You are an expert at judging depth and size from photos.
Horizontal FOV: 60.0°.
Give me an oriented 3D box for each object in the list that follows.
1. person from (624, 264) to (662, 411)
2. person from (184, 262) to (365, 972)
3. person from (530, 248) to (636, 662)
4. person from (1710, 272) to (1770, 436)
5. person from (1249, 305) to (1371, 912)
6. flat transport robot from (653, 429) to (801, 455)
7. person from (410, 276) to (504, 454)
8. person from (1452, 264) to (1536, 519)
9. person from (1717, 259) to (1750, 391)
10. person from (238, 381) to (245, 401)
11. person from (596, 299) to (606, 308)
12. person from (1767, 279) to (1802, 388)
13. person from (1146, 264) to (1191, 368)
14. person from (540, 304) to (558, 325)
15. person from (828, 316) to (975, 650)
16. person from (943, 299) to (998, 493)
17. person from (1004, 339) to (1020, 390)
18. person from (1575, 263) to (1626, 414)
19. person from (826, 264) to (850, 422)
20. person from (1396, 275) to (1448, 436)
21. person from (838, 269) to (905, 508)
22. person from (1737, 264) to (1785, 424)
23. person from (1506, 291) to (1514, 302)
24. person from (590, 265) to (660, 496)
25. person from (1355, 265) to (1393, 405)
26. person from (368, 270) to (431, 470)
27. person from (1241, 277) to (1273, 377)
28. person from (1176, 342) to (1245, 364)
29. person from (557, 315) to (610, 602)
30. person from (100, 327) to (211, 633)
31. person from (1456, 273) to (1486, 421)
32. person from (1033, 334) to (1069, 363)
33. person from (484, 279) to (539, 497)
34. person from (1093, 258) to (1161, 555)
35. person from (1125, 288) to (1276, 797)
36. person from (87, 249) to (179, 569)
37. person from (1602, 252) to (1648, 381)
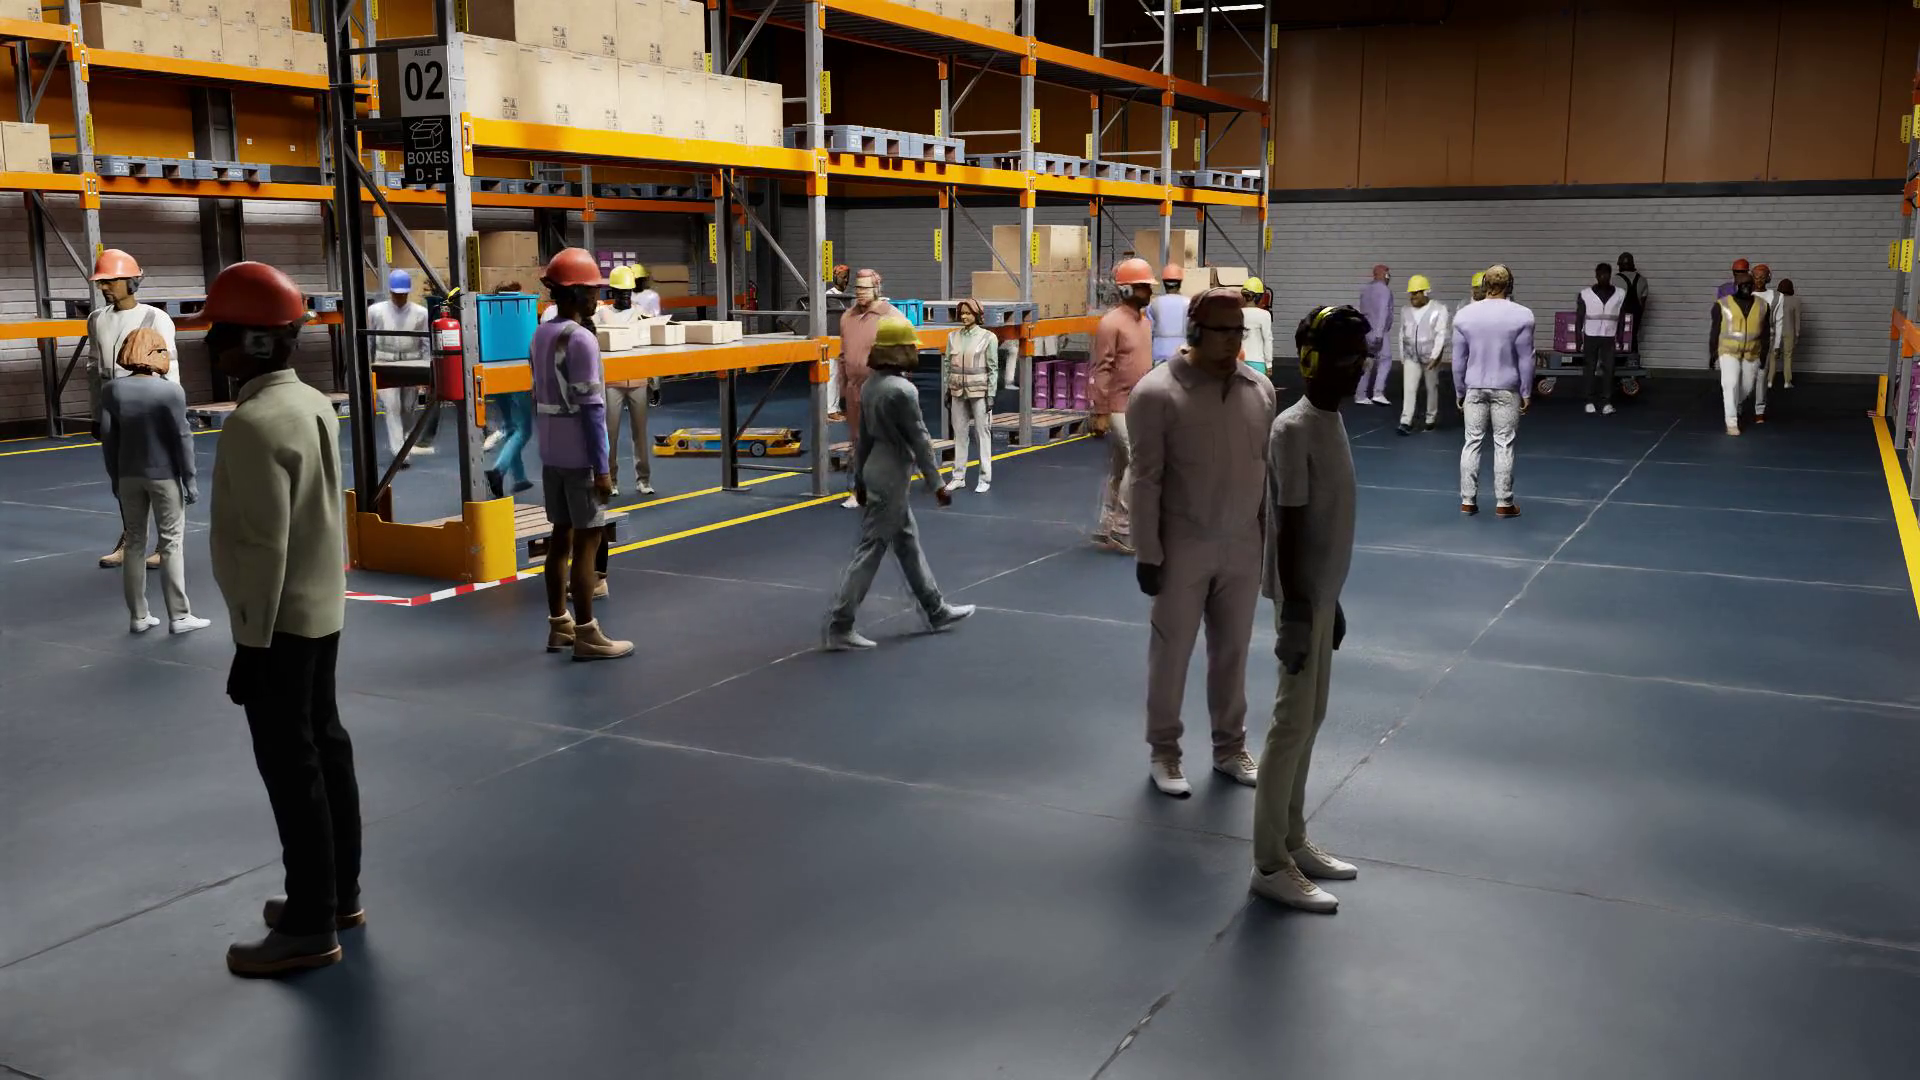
[{"bbox_3d":[-4.150,-2.651,21.681,0.601,1.887,0.961,1,10,9],"label":"person"},{"bbox_3d":[-1.934,0.219,4.733,0.382,1.994,0.623,-1,10,-3],"label":"person"},{"bbox_3d":[-1.891,-0.416,8.294,0.400,2.040,0.615,-8,12,-38],"label":"person"},{"bbox_3d":[8.741,-2.100,18.699,0.633,1.818,0.780,1,10,8],"label":"person"},{"bbox_3d":[1.106,0.204,5.206,0.310,1.864,0.534,5,11,25],"label":"person"},{"bbox_3d":[-2.335,-0.997,16.766,1.431,0.197,0.652,0,10,-3],"label":"flat transport robot"},{"bbox_3d":[-5.107,-1.756,16.715,0.939,1.815,0.507,-1,10,-4],"label":"person"},{"bbox_3d":[4.071,-1.131,12.719,0.632,1.940,0.372,6,12,33],"label":"person"},{"bbox_3d":[11.368,-3.143,24.367,0.550,1.937,0.357,7,12,36],"label":"person"},{"bbox_3d":[-6.532,-1.557,15.513,0.429,1.830,0.637,2,10,14],"label":"person"},{"bbox_3d":[-3.702,-1.802,16.676,0.580,1.910,0.576,5,11,25],"label":"person"},{"bbox_3d":[12.330,-3.090,24.937,0.499,1.634,0.281,7,12,34],"label":"person"},{"bbox_3d":[2.213,-1.922,17.395,0.554,1.893,0.965,2,10,11],"label":"person"},{"bbox_3d":[-3.196,-1.284,13.619,0.375,1.934,0.547,-9,13,-43],"label":"person"},{"bbox_3d":[-0.320,-0.294,8.583,0.922,1.696,0.501,-5,11,-26],"label":"person"},{"bbox_3d":[0.089,-1.219,14.091,0.513,1.641,0.307,6,11,29],"label":"person"},{"bbox_3d":[0.871,-3.015,24.537,0.502,1.623,0.512,0,10,-1],"label":"person"},{"bbox_3d":[8.040,-2.510,20.832,0.634,1.882,0.891,1,10,8],"label":"person"},{"bbox_3d":[-1.455,-2.373,20.070,0.362,1.883,0.575,4,10,20],"label":"person"},{"bbox_3d":[5.116,-2.039,18.470,0.575,1.770,0.951,7,12,34],"label":"person"},{"bbox_3d":[-0.713,-1.170,13.083,0.638,1.899,0.396,7,12,34],"label":"person"},{"bbox_3d":[9.451,-2.324,19.777,0.585,1.883,0.344,5,11,26],"label":"person"},{"bbox_3d":[6.997,-2.510,21.617,0.512,1.615,0.584,-3,10,-17],"label":"person"},{"bbox_3d":[-2.790,-1.320,13.880,0.588,1.918,0.397,-5,11,-25],"label":"person"},{"bbox_3d":[5.501,-2.719,22.134,0.557,1.861,0.670,-4,10,-20],"label":"person"},{"bbox_3d":[-5.325,-1.621,15.775,0.642,1.875,1.007,-5,11,-25],"label":"person"},{"bbox_3d":[3.031,-1.845,17.351,0.523,1.769,0.316,8,13,39],"label":"person"},{"bbox_3d":[1.791,-0.871,11.926,0.532,1.693,0.319,3,10,18],"label":"person"},{"bbox_3d":[-2.208,-0.490,9.705,0.321,1.697,0.529,-3,10,-15],"label":"person"},{"bbox_3d":[-4.307,-0.314,8.868,0.504,1.632,0.269,2,10,10],"label":"person"},{"bbox_3d":[6.294,-2.342,20.187,0.612,1.783,0.919,4,11,24],"label":"person"},{"bbox_3d":[1.146,-2.768,22.144,0.639,1.953,0.454,5,11,27],"label":"person"},{"bbox_3d":[-3.779,-1.266,13.864,0.556,1.814,0.786,3,10,19],"label":"person"},{"bbox_3d":[1.165,-0.882,11.141,0.621,1.975,0.642,6,11,31],"label":"person"},{"bbox_3d":[0.929,0.013,6.234,0.647,1.897,0.399,-5,11,-25],"label":"person"},{"bbox_3d":[-5.310,-0.825,10.646,0.616,2.041,0.382,2,10,12],"label":"person"},{"bbox_3d":[10.457,-3.528,26.297,0.684,2.000,0.535,-2,10,-9],"label":"person"}]
